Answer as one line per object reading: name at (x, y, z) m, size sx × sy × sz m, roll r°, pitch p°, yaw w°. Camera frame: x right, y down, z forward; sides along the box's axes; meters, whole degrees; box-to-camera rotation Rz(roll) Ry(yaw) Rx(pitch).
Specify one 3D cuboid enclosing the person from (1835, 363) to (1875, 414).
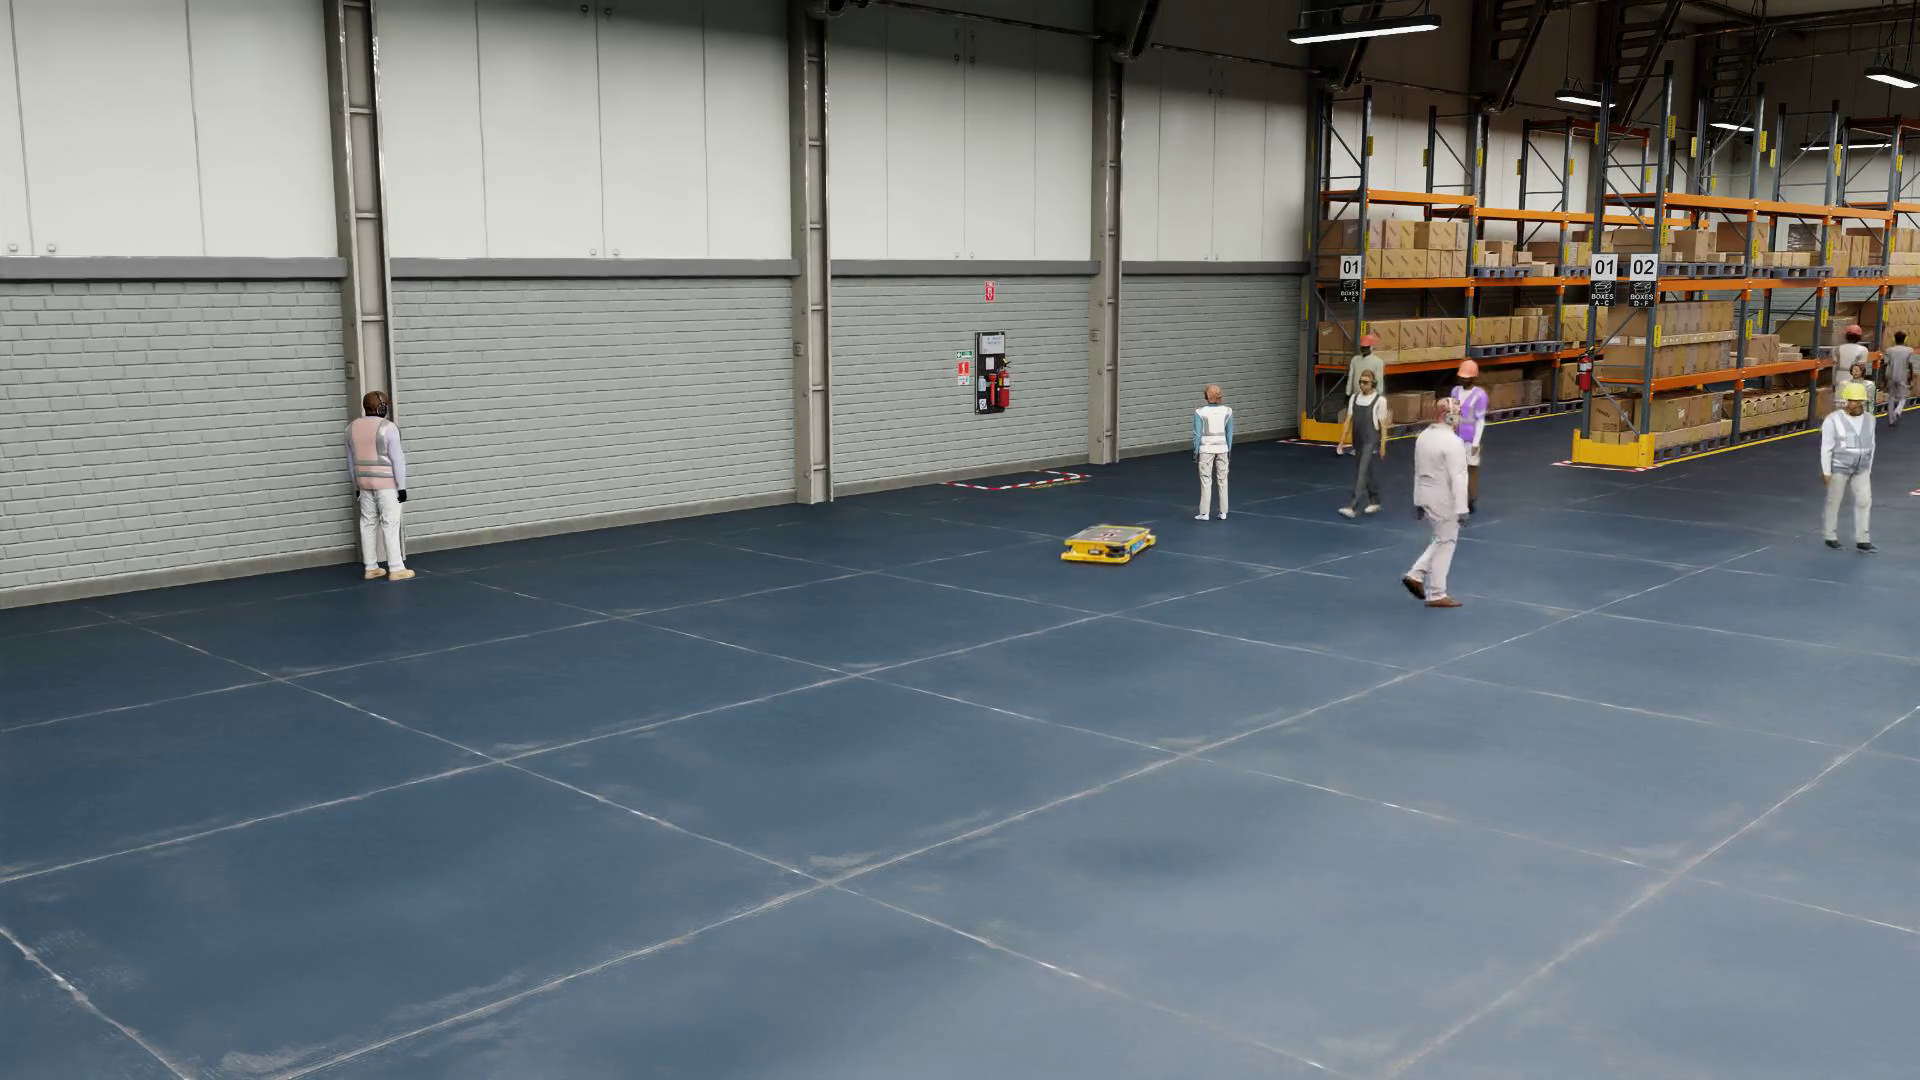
person at (13.182, -1.797, 24.528) m, size 0.516 × 1.641 × 0.308 m, roll 7°, pitch 12°, yaw 36°

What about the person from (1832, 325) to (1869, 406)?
person at (15.737, -2.784, 29.393) m, size 0.898 × 2.005 × 0.622 m, roll -9°, pitch 13°, yaw -43°

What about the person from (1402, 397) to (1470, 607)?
person at (4.305, -0.326, 14.788) m, size 0.453 × 1.890 × 0.652 m, roll -1°, pitch 9°, yaw -8°

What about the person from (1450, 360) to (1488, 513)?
person at (6.106, -1.235, 20.265) m, size 0.722 × 1.909 × 0.565 m, roll -6°, pitch 11°, yaw -33°

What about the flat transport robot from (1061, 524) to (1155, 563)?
flat transport robot at (1.579, 0.028, 17.566) m, size 0.652 × 0.197 × 1.431 m, roll 3°, pitch 10°, yaw 20°

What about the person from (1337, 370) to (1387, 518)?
person at (4.928, -1.180, 20.301) m, size 0.971 × 1.797 × 0.510 m, roll -7°, pitch 12°, yaw -38°

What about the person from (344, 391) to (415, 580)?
person at (-5.633, -0.526, 16.167) m, size 0.625 × 1.844 × 0.429 m, roll 3°, pitch 10°, yaw 19°

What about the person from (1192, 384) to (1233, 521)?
person at (3.022, -1.039, 19.902) m, size 0.514 × 1.642 × 0.310 m, roll -3°, pitch 10°, yaw -15°

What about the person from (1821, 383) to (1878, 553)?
person at (9.466, -0.748, 17.610) m, size 0.626 × 1.805 × 0.778 m, roll 0°, pitch 9°, yaw -3°

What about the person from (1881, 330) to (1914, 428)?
person at (17.668, -3.021, 31.323) m, size 0.556 × 1.856 × 0.405 m, roll 7°, pitch 12°, yaw 37°

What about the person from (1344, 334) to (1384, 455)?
person at (6.627, -2.375, 27.081) m, size 0.892 × 1.964 × 0.617 m, roll -7°, pitch 12°, yaw -38°

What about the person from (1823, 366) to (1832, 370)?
person at (19.637, -4.031, 37.295) m, size 0.596 × 1.916 × 0.372 m, roll 7°, pitch 12°, yaw 38°
